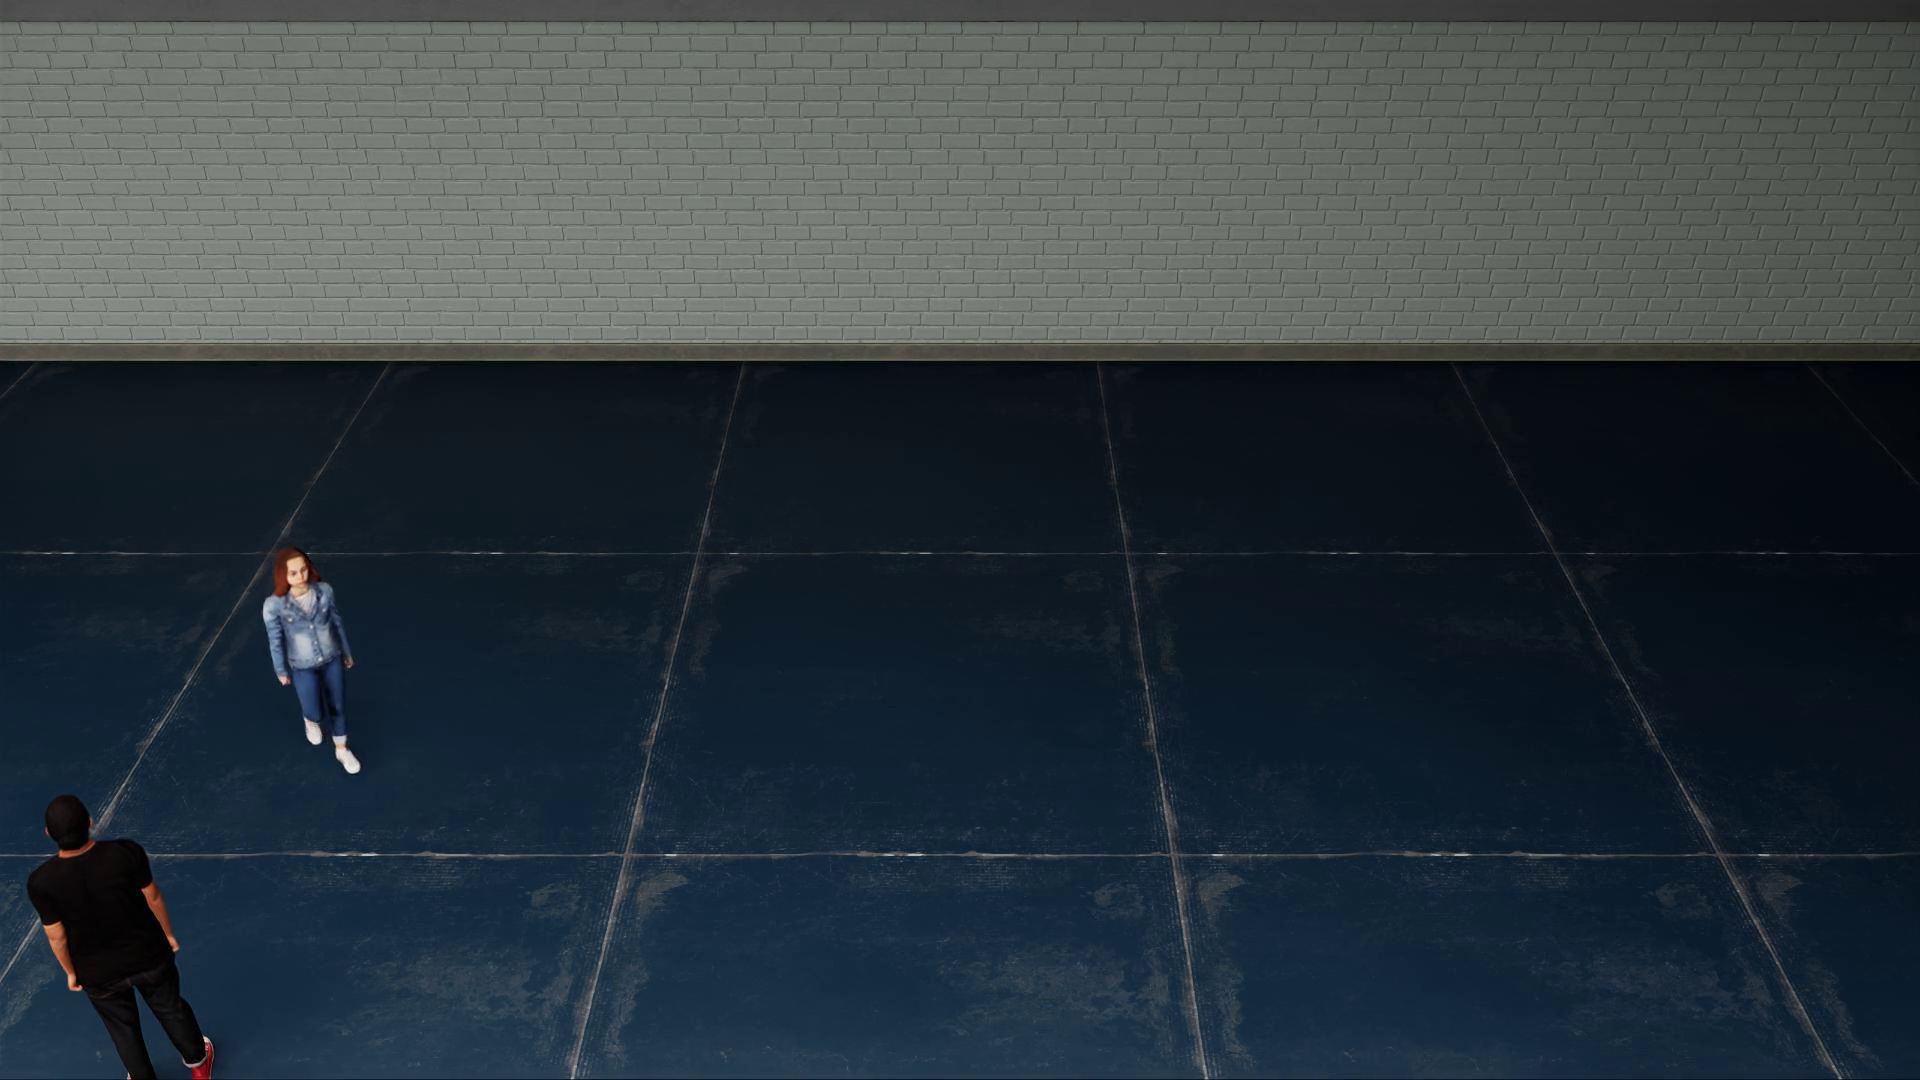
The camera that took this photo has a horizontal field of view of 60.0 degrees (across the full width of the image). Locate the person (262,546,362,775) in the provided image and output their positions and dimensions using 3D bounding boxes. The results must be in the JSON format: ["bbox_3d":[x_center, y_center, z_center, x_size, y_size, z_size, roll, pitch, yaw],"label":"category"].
[{"bbox_3d":[-3.684,0.651,9.427,0.790,1.469,0.857,-25,41,-33],"label":"person"}]

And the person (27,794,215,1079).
[{"bbox_3d":[-3.718,1.823,7.360,0.710,1.758,0.722,-19,37,-26],"label":"person"}]
